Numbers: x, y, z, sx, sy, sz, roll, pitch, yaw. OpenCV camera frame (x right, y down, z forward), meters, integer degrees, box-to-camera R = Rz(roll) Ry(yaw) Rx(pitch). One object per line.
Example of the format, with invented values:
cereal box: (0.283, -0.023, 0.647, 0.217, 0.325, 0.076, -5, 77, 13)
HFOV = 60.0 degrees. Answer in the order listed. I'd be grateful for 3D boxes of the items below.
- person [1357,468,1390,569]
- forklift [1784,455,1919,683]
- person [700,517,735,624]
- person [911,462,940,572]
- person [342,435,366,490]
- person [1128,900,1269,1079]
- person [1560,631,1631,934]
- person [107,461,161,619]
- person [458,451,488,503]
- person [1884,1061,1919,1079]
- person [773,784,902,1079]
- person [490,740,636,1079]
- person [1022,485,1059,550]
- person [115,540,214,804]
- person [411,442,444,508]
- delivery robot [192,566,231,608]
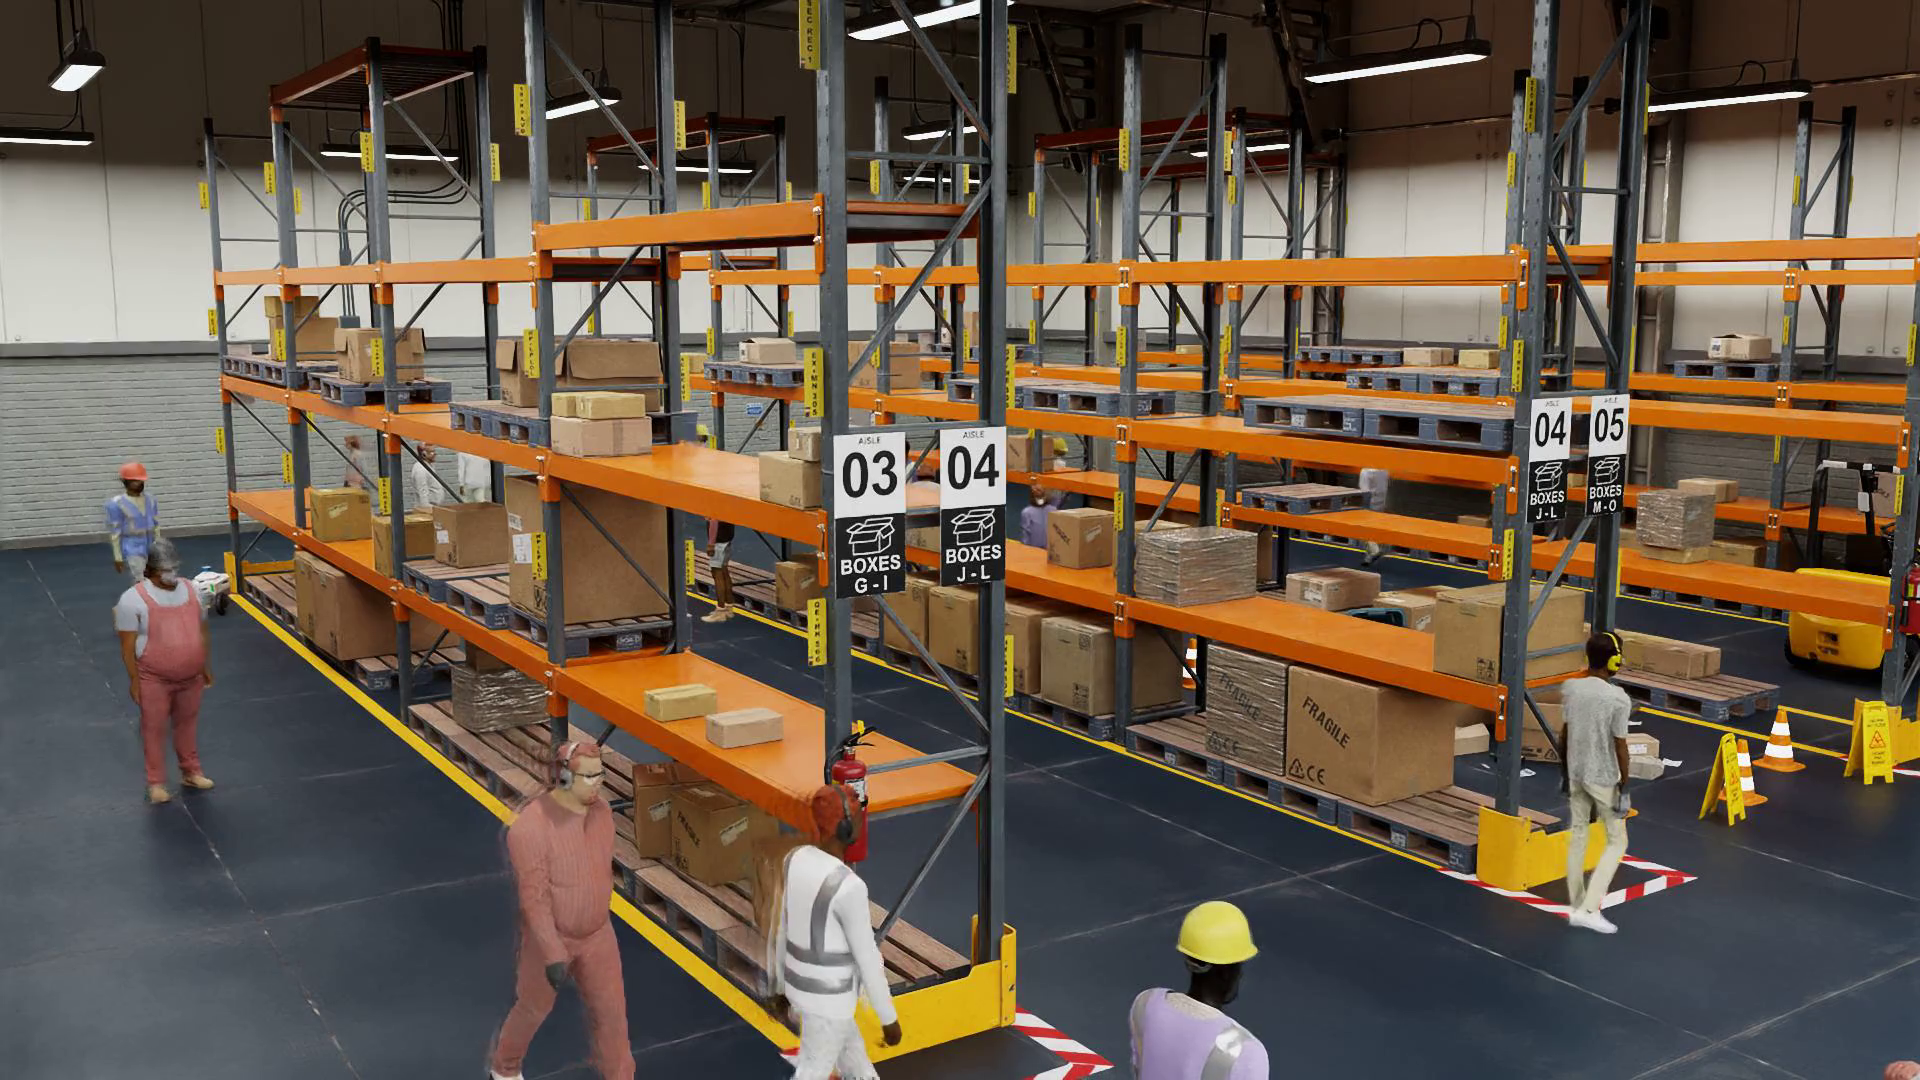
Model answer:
person: (5.771, -0.479, 23.290, 0.614, 1.815, 0.443, -8, 11, -41)
forklift: (9.643, 0.253, 17.172, 2.313, 2.155, 1.214, -6, 10, -33)
person: (-2.870, -0.031, 19.630, 0.409, 2.028, 0.615, 1, 9, 7)
person: (-0.449, -0.234, 22.311, 0.516, 1.619, 0.312, 4, 10, 26)
person: (-9.713, -0.856, 26.490, 0.706, 1.614, 0.522, -5, 10, -28)
person: (0.804, 2.136, 5.563, 0.399, 1.918, 0.584, -7, 11, -38)
person: (3.872, 1.477, 10.153, 0.398, 1.857, 0.526, -6, 10, -33)
person: (-9.283, 0.113, 18.697, 0.890, 2.020, 0.622, 3, 9, 19)
person: (-7.846, -0.918, 26.554, 0.839, 1.707, 0.573, 7, 11, 39)
person: (2.482, 2.310, 4.430, 0.641, 1.909, 0.409, -5, 10, -28)
person: (-0.480, 1.940, 7.137, 1.006, 1.824, 0.605, -5, 10, -30)
person: (-1.861, 1.837, 7.818, 1.016, 1.855, 0.620, 7, 11, 37)
person: (0.984, 0.130, 19.954, 0.546, 1.609, 0.522, -4, 9, -23)
person: (-6.076, 0.980, 12.838, 0.540, 2.000, 0.687, 6, 10, 34)
person: (-7.120, -0.373, 22.294, 0.409, 1.909, 0.639, -2, 9, -16)
delivery robot: (-9.141, 0.564, 20.222, 0.477, 0.478, 0.707, -1, 9, -7)
